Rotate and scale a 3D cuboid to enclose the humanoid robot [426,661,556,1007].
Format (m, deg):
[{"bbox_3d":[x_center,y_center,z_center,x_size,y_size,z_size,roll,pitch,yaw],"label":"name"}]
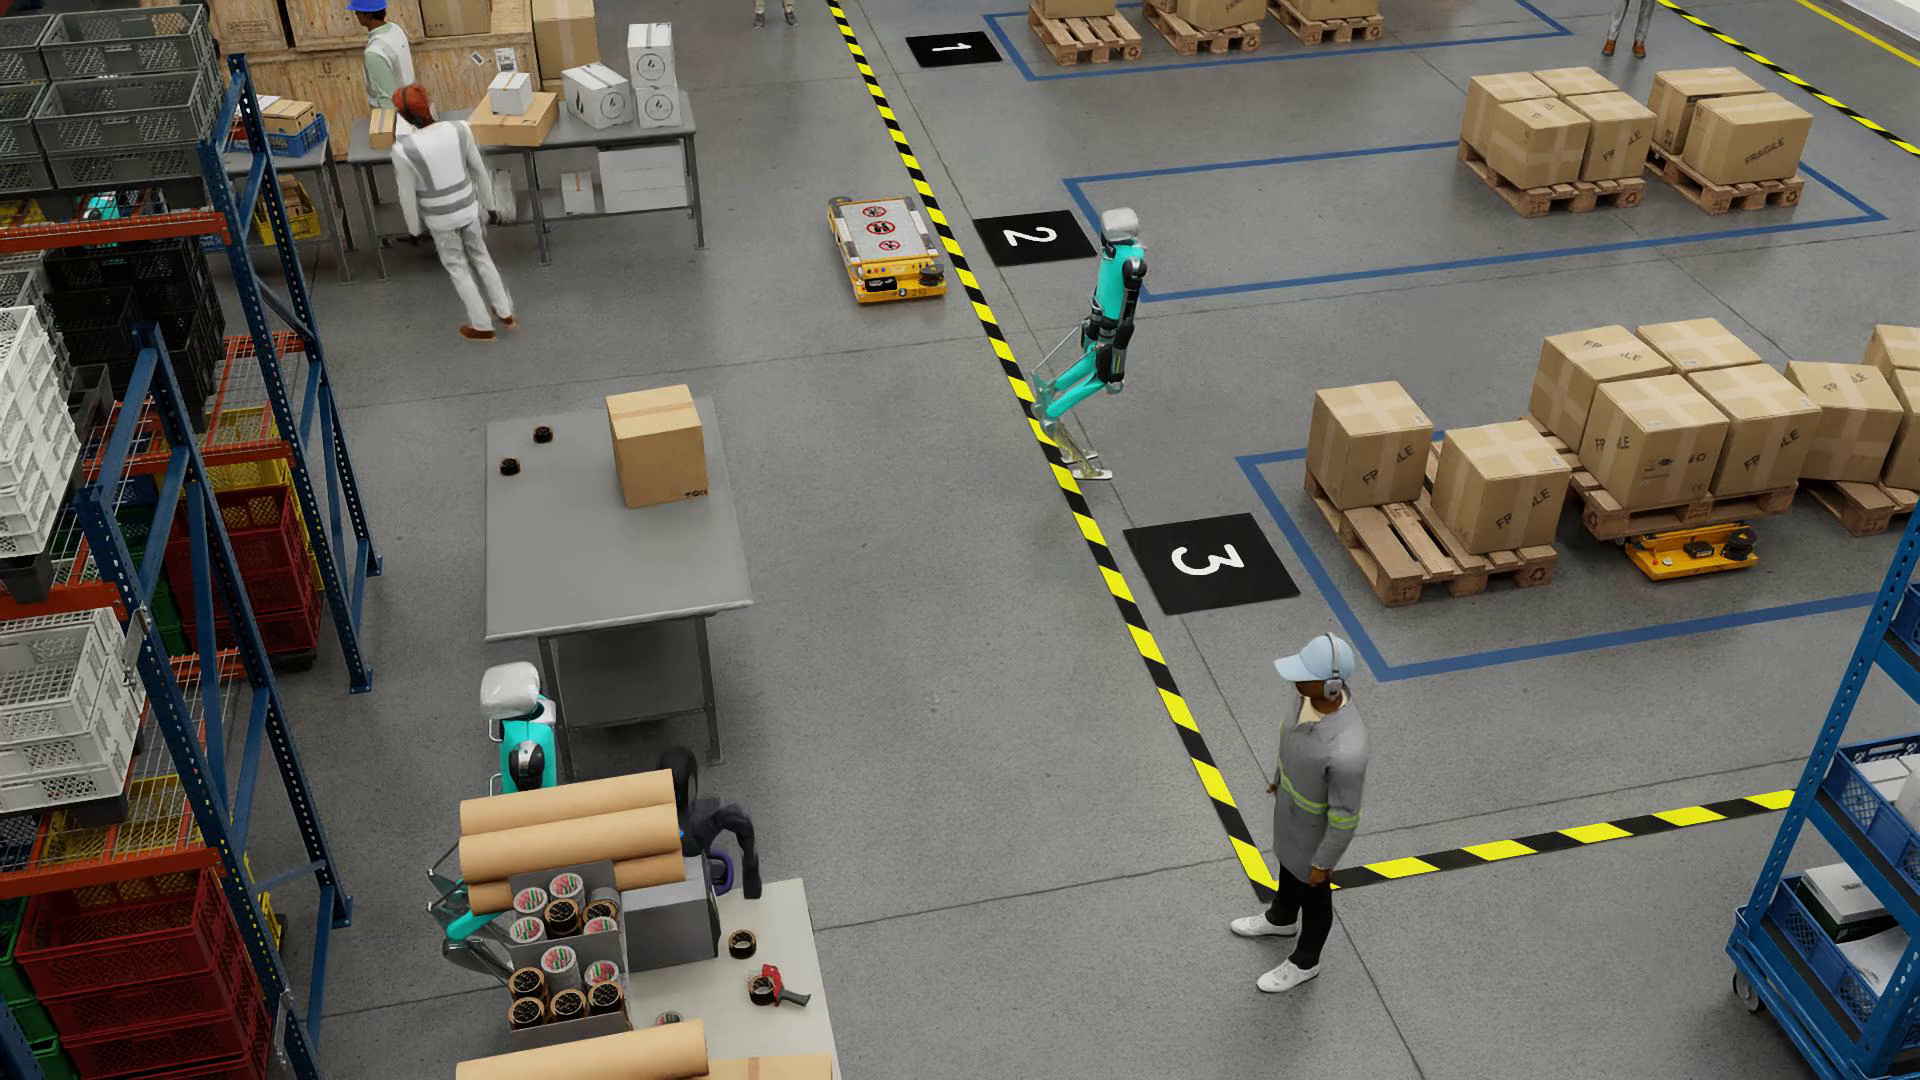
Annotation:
[{"bbox_3d":[-1.880,1.213,6.580,0.735,1.677,0.533,-8,37,-10],"label":"humanoid robot"}]

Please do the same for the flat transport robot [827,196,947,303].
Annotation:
[{"bbox_3d":[-0.570,-2.220,12.538,0.659,0.231,1.431,-8,37,-10],"label":"flat transport robot"}]

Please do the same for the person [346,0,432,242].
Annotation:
[{"bbox_3d":[-4.209,-3.181,12.422,0.398,1.948,0.604,1,37,1],"label":"person"}]

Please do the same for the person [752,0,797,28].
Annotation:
[{"bbox_3d":[-1.850,-5.919,16.251,0.574,1.768,0.401,-8,37,-10],"label":"person"}]

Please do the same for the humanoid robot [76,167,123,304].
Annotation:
[{"bbox_3d":[-5.387,-1.484,10.205,0.735,1.677,0.533,-8,37,-10],"label":"humanoid robot"}]

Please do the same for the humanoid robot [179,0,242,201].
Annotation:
[{"bbox_3d":[-5.886,-3.398,12.939,0.600,1.636,0.432,30,46,34],"label":"humanoid robot"}]

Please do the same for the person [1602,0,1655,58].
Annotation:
[{"bbox_3d":[6.448,-5.460,15.540,0.585,1.884,0.387,10,38,13],"label":"person"}]

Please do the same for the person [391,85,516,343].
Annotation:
[{"bbox_3d":[-3.410,-2.162,11.137,0.391,1.854,0.626,30,46,34],"label":"person"}]

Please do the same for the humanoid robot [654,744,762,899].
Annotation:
[{"bbox_3d":[-1.033,1.453,6.413,0.587,1.648,0.367,-5,37,-7],"label":"humanoid robot"}]

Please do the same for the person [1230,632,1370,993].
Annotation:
[{"bbox_3d":[1.384,1.108,6.738,0.397,1.852,0.589,-6,37,-7],"label":"person"}]

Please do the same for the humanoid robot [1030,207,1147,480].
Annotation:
[{"bbox_3d":[0.681,-1.108,9.700,0.735,1.677,0.533,-7,37,-10],"label":"humanoid robot"}]

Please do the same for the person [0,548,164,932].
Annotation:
[{"bbox_3d":[-3.733,0.824,6.962,0.379,2.041,0.614,-8,37,-10],"label":"person"}]

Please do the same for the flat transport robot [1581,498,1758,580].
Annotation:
[{"bbox_3d":[4.062,-0.294,9.926,0.652,0.197,1.431,-8,37,-10],"label":"flat transport robot"}]
